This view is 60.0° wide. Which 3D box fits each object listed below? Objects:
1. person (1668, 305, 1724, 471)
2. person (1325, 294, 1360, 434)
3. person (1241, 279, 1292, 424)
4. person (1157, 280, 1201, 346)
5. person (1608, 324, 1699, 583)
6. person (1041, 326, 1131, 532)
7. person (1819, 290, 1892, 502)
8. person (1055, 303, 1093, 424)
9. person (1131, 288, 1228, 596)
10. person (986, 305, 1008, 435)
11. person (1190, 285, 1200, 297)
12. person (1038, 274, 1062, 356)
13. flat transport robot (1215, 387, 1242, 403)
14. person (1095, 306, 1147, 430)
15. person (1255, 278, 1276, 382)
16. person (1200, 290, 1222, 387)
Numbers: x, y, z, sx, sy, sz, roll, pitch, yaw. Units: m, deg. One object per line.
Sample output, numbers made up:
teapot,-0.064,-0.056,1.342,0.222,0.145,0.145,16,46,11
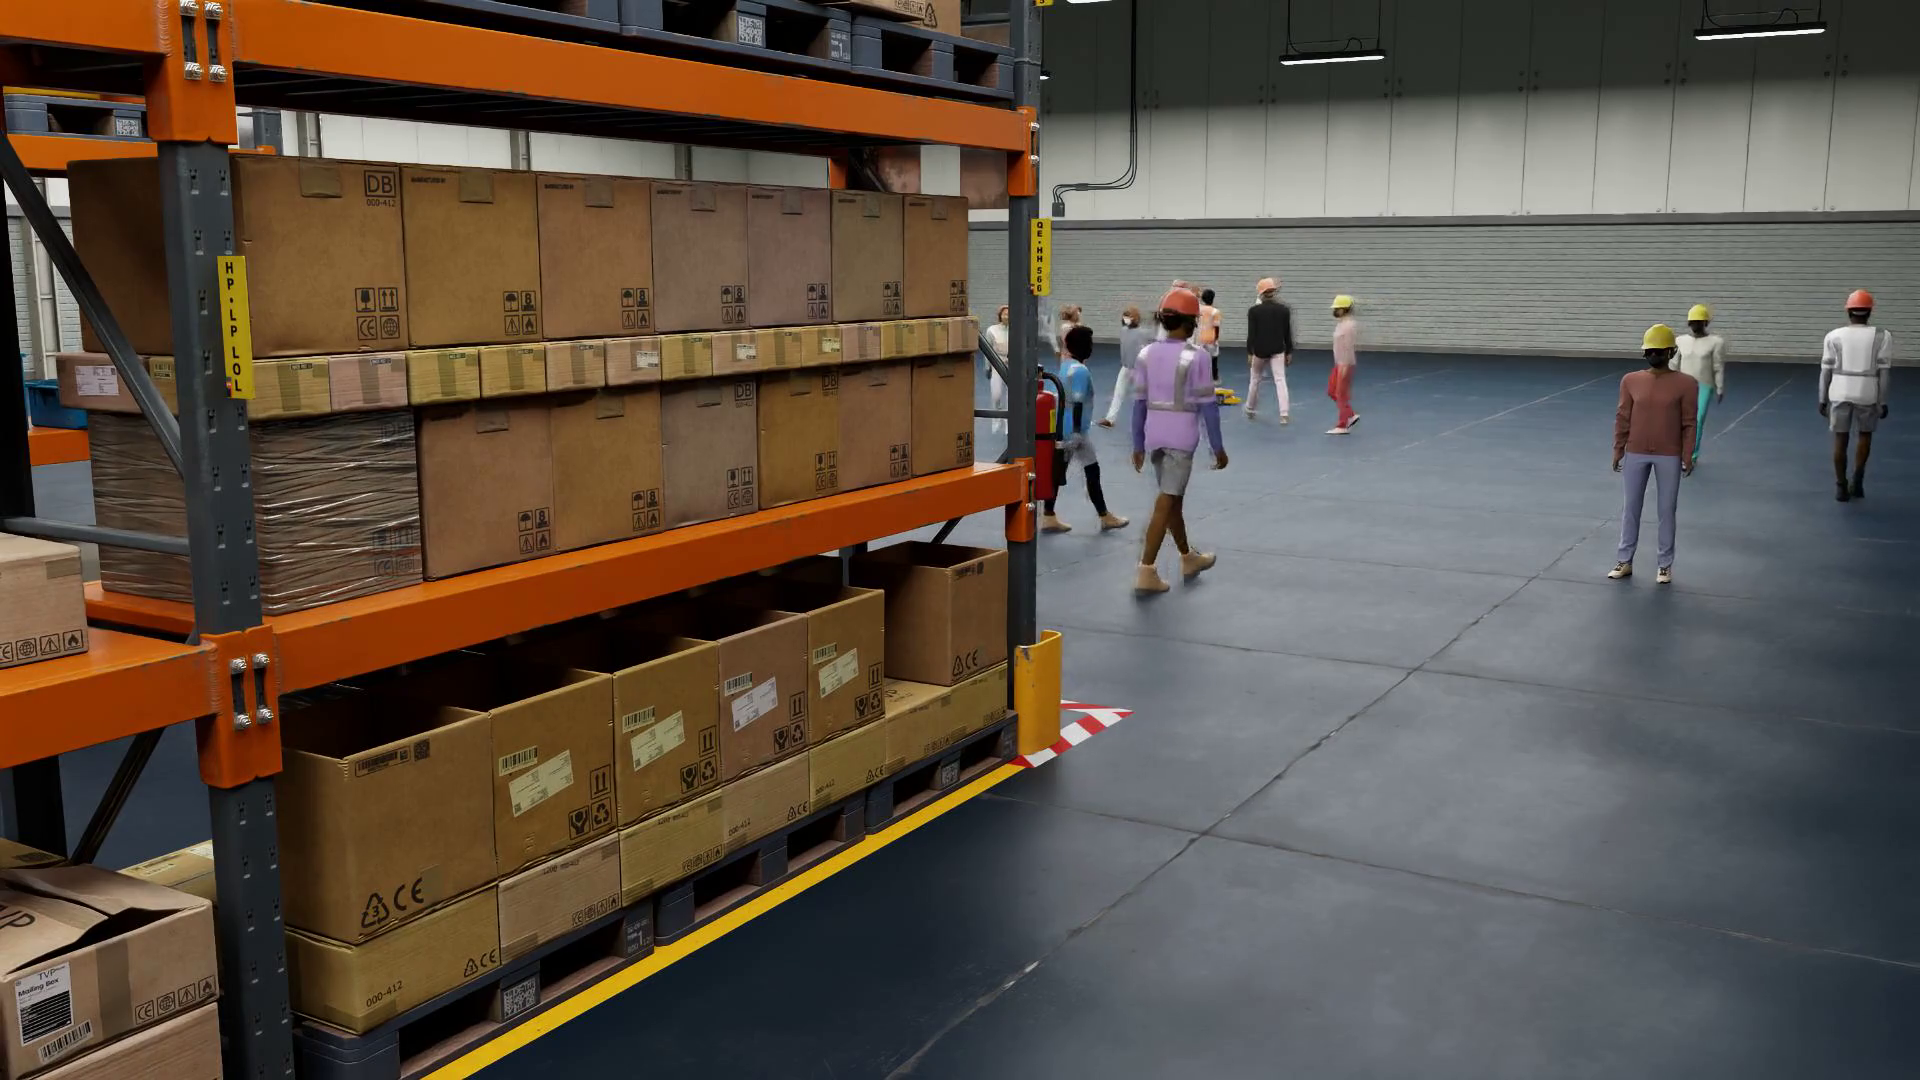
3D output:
person,7.738,-1.610,17.511,0.542,1.722,0.909,8,13,39
person,4.781,-2.185,20.790,0.380,1.755,0.525,-1,10,-3
person,4.140,-2.534,22.357,0.653,1.912,1.147,-1,10,-7
person,3.033,-2.717,23.462,0.672,1.892,0.509,-6,12,-33
person,4.733,-0.584,11.361,0.533,1.767,0.327,7,12,34
person,1.014,-0.885,13.387,0.807,1.659,0.551,-3,10,-15
person,8.164,-1.315,15.189,0.581,1.918,0.601,6,11,30
person,1.432,-2.342,22.115,0.650,1.613,0.523,5,11,25
person,1.491,-0.660,11.090,1.017,2.000,0.608,-8,12,-38
person,0.577,-2.108,20.691,0.515,1.624,0.432,0,10,0
person,4.813,-4.464,34.477,0.403,1.618,0.528,0,10,1
person,1.860,-4.990,36.821,1.027,1.890,0.663,-7,12,-35
flat transport robot,3.455,-2.166,24.996,1.431,0.197,0.652,-4,10,-22
person,2.158,-2.182,21.239,0.880,1.577,0.503,-7,12,-36
person,5.418,-3.716,29.505,0.404,1.829,0.600,1,10,7
person,4.165,-3.376,28.027,0.544,1.646,0.861,5,11,28
